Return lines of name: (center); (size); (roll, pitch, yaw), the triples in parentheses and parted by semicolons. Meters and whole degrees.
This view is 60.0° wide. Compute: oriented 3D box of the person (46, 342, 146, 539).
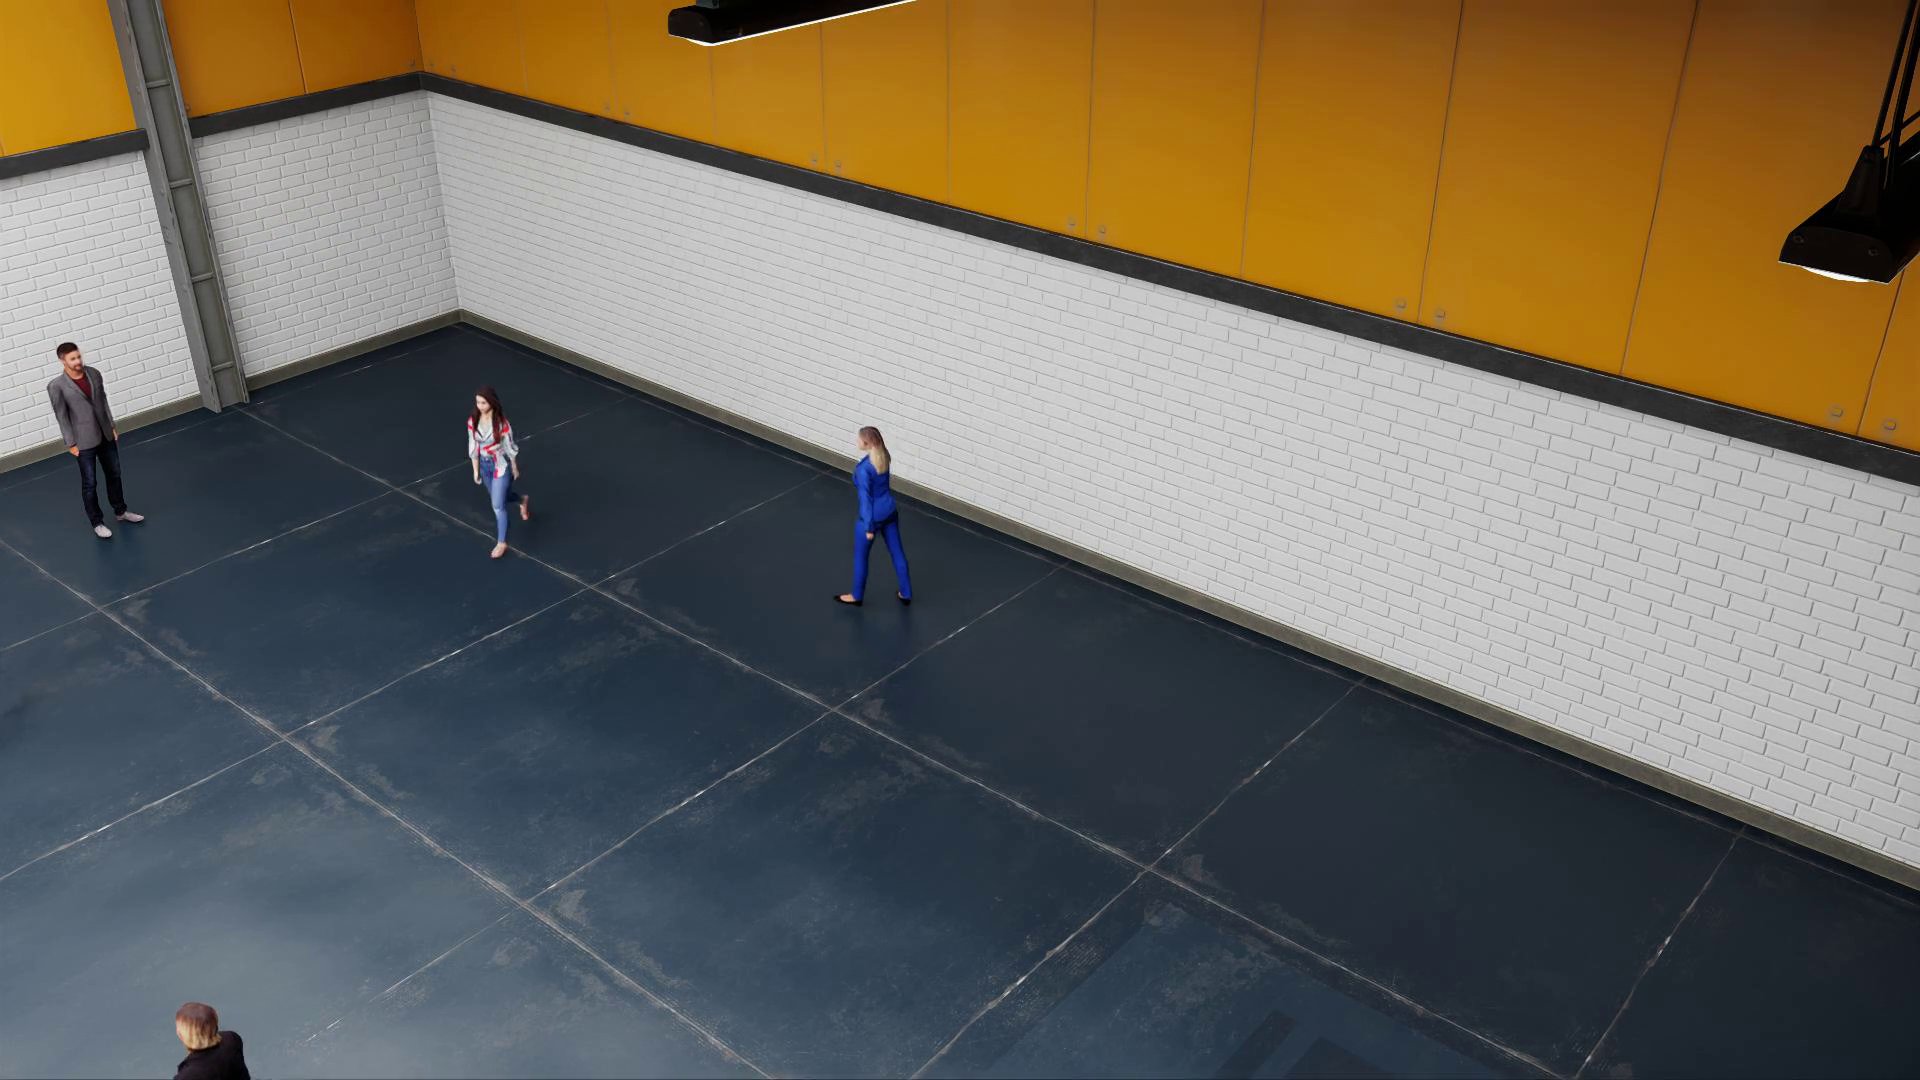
person: (-8.046, -0.956, 15.399); (0.797, 1.874, 0.625); (13, 31, 23)

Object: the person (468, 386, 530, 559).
person: (-4.198, -0.693, 15.223); (0.841, 1.581, 1.128); (9, 30, 15)

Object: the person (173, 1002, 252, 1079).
person: (-3.604, 3.027, 8.353); (1.025, 1.629, 1.091); (3, 29, 6)

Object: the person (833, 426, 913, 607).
person: (-0.644, -0.174, 14.176); (0.818, 1.673, 0.851); (18, 33, 29)
